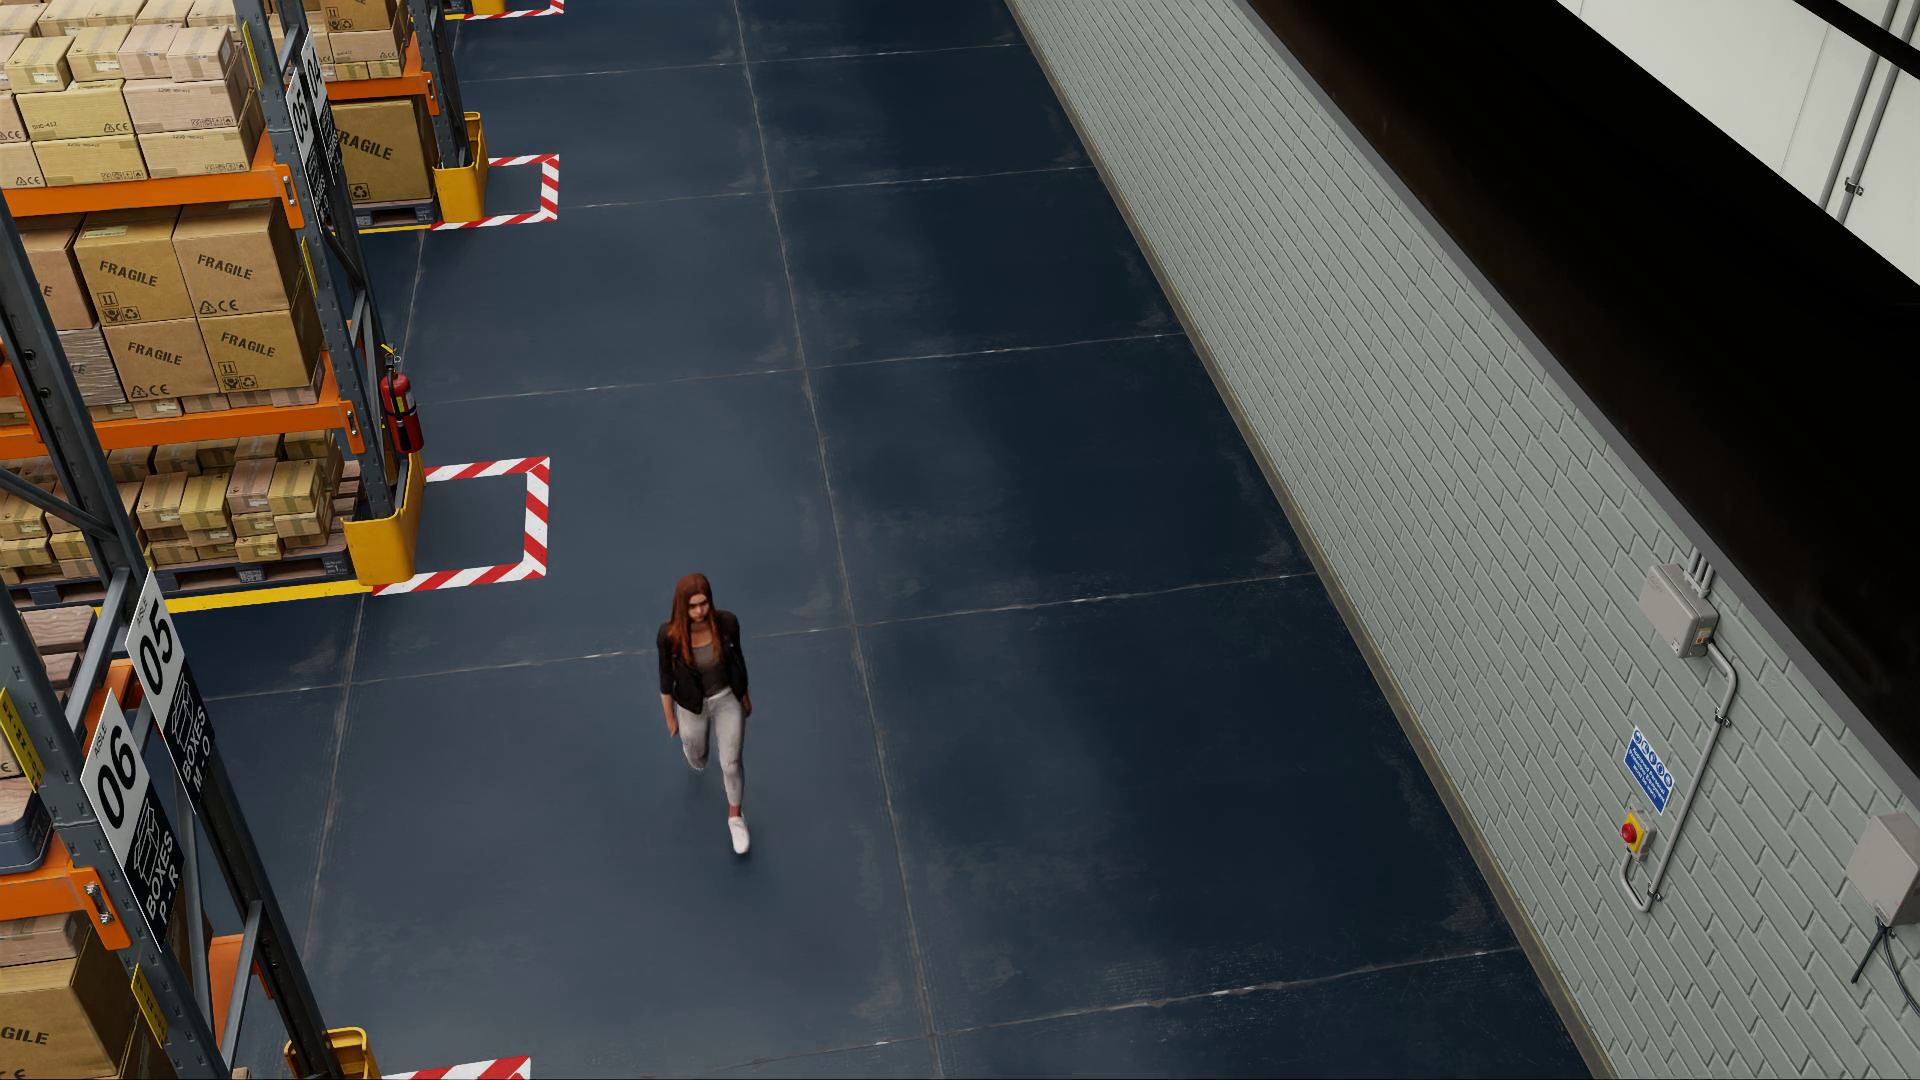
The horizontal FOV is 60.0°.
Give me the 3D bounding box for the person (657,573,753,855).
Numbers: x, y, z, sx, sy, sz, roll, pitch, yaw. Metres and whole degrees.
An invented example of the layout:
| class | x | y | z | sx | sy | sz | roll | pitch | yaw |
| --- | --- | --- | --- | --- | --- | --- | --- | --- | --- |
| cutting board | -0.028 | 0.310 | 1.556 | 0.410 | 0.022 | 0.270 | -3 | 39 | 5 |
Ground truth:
| class | x | y | z | sx | sy | sz | roll | pitch | yaw |
| --- | --- | --- | --- | --- | --- | --- | --- | --- | --- |
| person | -1.298 | 0.796 | 8.492 | 0.939 | 1.682 | 0.730 | -11 | 39 | -13 |
